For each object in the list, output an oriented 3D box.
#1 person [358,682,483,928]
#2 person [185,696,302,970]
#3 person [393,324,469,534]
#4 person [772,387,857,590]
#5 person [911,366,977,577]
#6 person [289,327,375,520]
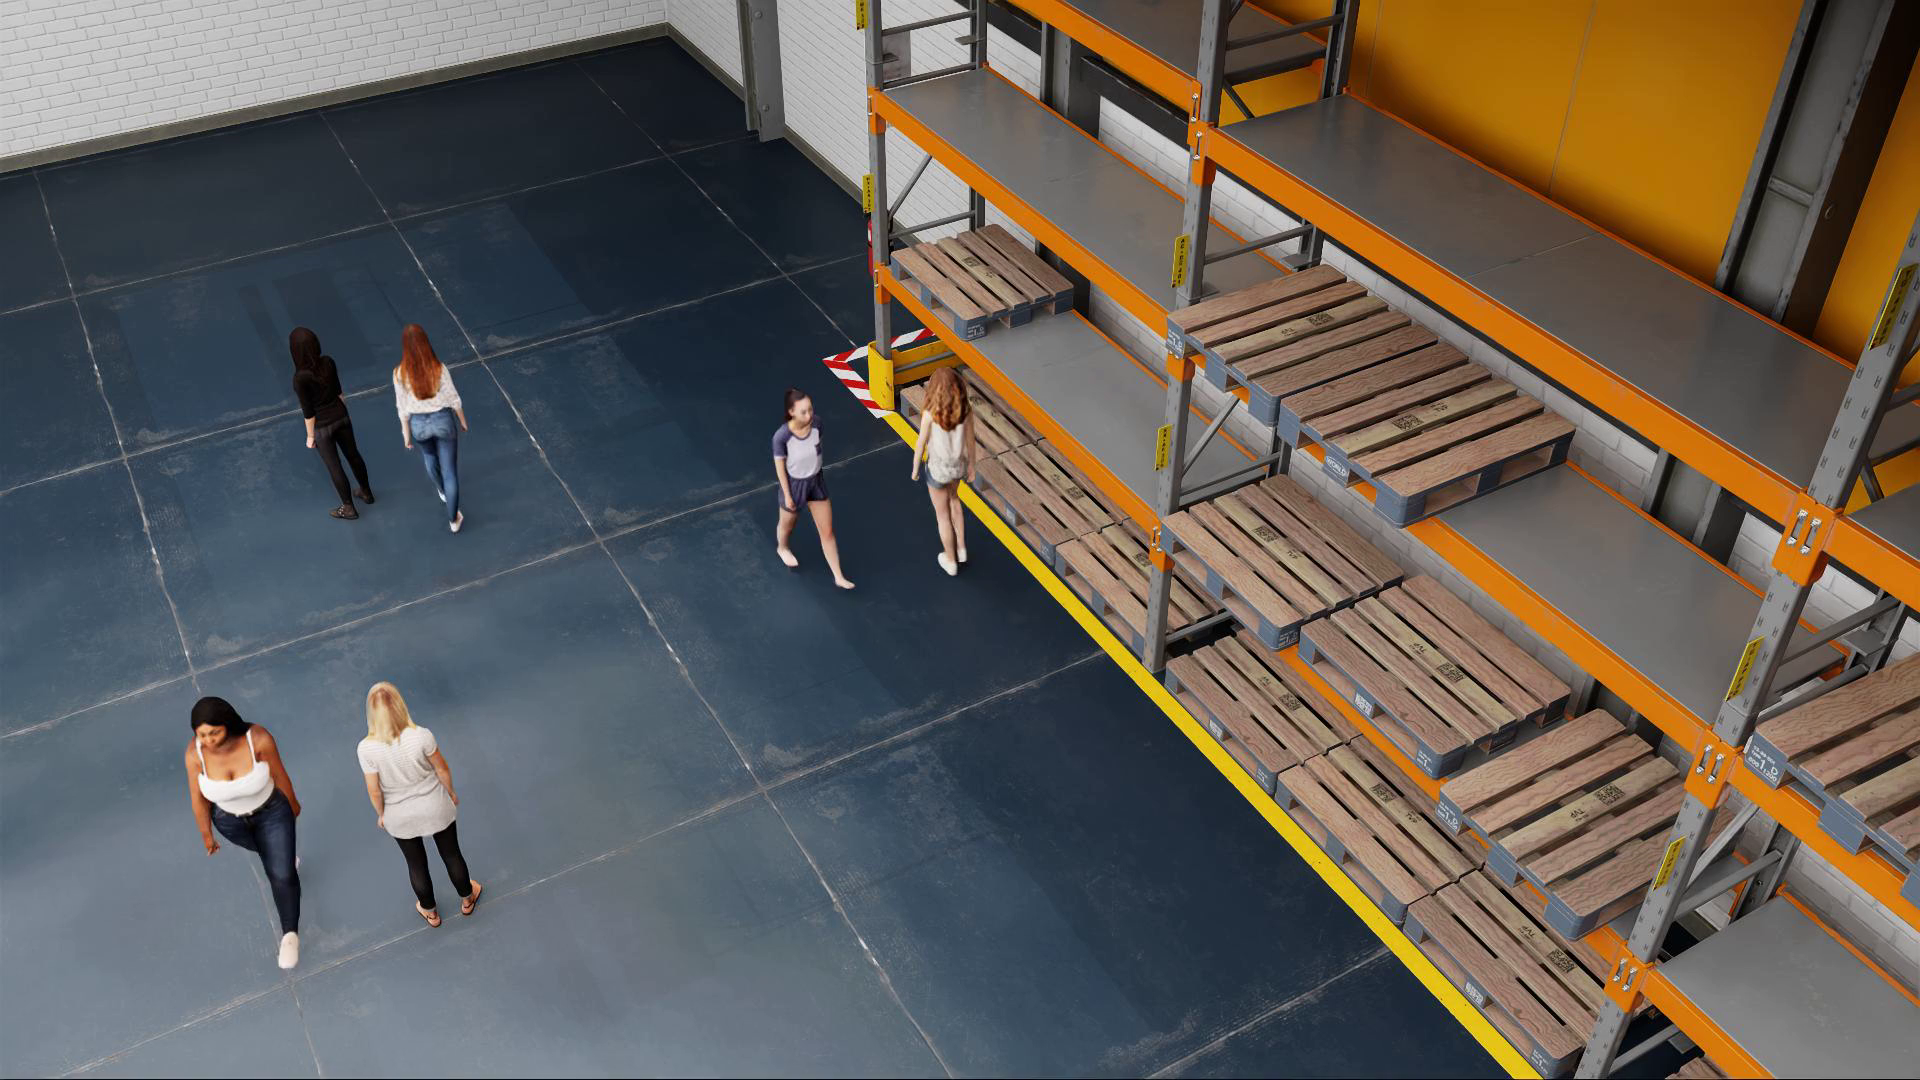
[{"bbox_3d":[-3.083,1.526,9.459,0.634,1.822,0.569,-14,41,-17],"label":"person"},{"bbox_3d":[-4.042,1.516,9.527,0.918,1.753,1.262,-7,39,-9],"label":"person"},{"bbox_3d":[-3.951,-0.795,12.456,0.789,1.709,0.957,-6,39,-8],"label":"person"},{"bbox_3d":[-1.204,-0.399,12.040,0.673,1.609,1.061,-25,45,-28],"label":"person"},{"bbox_3d":[-0.059,-0.432,11.971,0.573,1.746,0.584,-18,42,-21],"label":"person"},{"bbox_3d":[-4.782,-0.890,12.628,0.671,1.642,0.655,18,42,21],"label":"person"}]
